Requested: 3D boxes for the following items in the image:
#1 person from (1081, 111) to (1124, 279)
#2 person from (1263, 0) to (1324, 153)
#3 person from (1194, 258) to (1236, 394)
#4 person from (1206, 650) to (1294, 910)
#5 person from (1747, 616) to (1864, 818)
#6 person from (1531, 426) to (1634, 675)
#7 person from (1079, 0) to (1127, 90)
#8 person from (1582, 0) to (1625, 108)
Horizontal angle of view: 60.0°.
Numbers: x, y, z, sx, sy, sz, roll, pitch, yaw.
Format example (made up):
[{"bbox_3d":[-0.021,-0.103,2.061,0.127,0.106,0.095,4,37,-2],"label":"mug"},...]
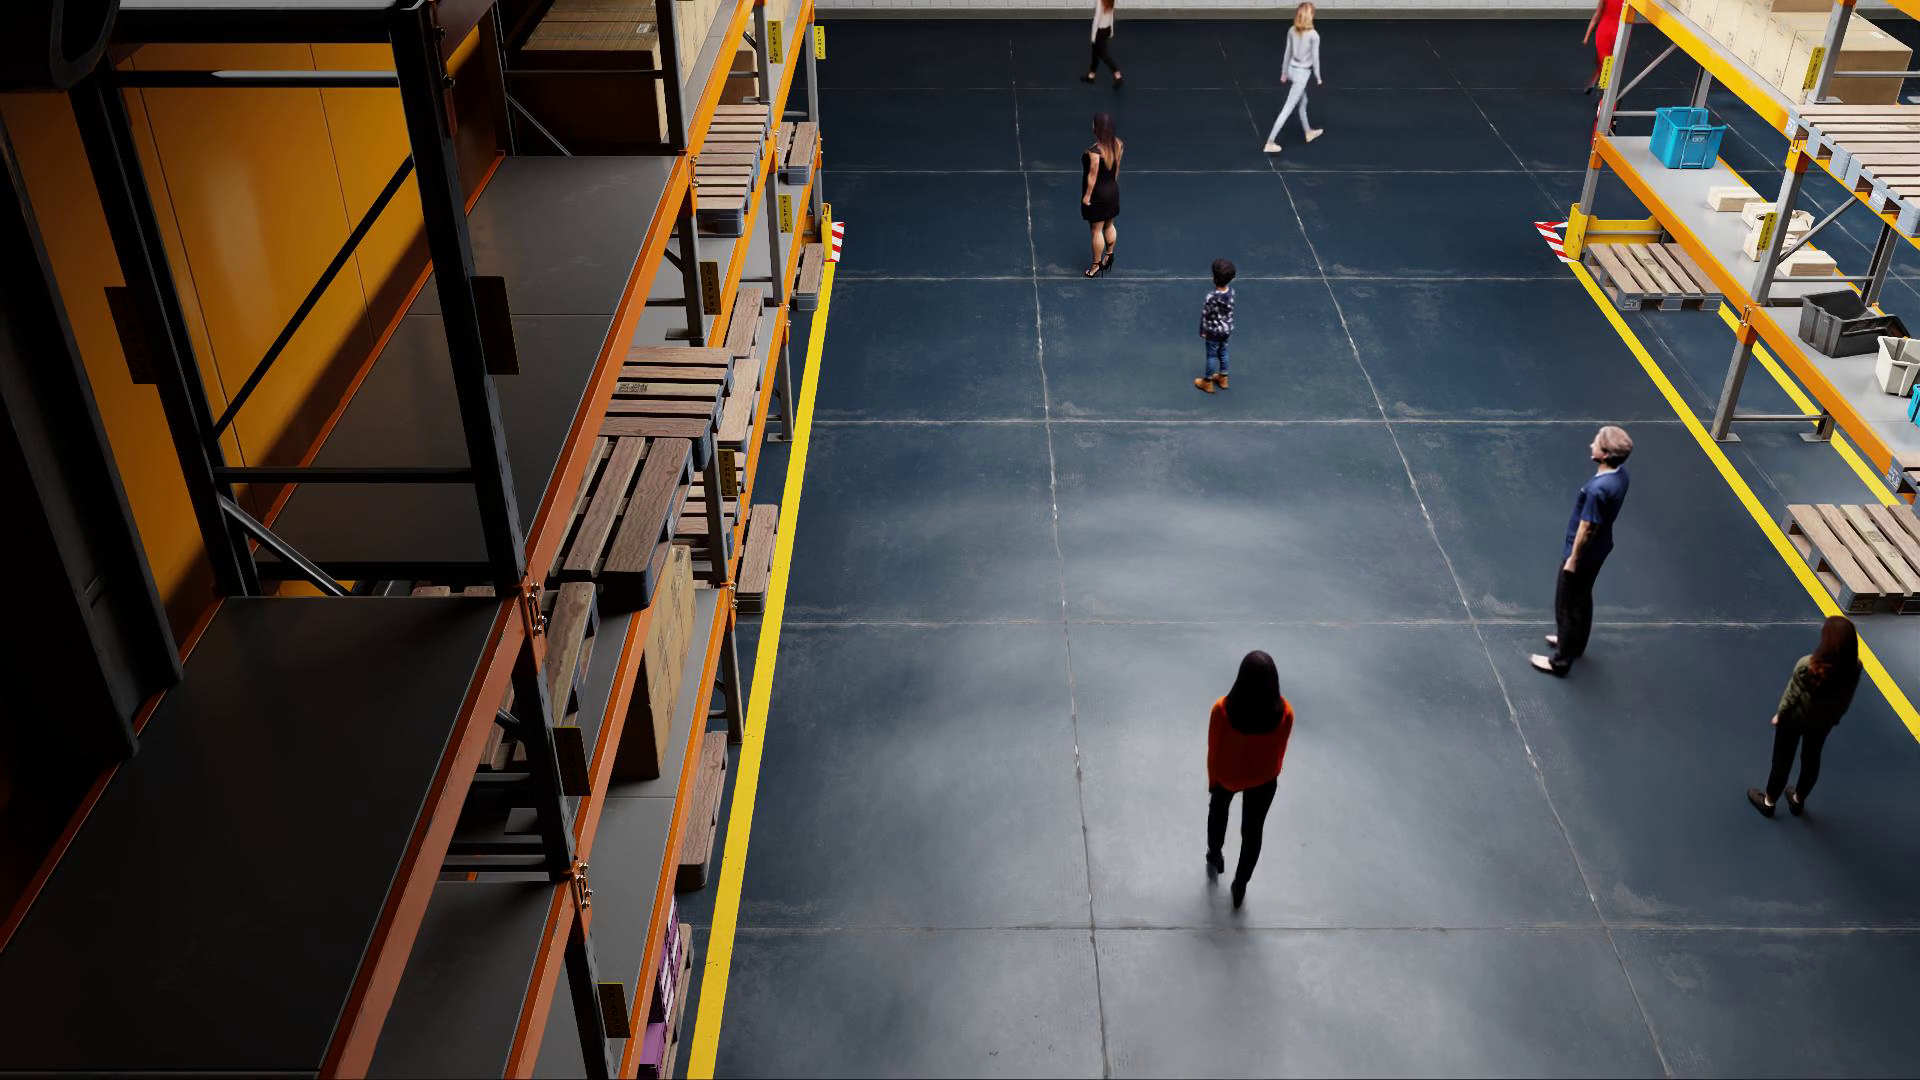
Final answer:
[{"bbox_3d":[1.442,-3.494,16.839,0.819,1.718,0.745,25,41,33],"label":"person"},{"bbox_3d":[3.951,-5.429,19.729,1.108,1.742,1.194,-20,39,-27],"label":"person"},{"bbox_3d":[2.314,-1.925,14.904,0.560,1.248,0.586,-17,37,-24],"label":"person"},{"bbox_3d":[1.627,1.407,9.451,0.655,1.734,0.729,4,34,6],"label":"person"},{"bbox_3d":[5.197,1.082,10.171,0.581,1.477,0.514,-2,34,-2],"label":"person"},{"bbox_3d":[4.283,0.068,11.345,0.794,1.867,0.685,21,39,29],"label":"person"},{"bbox_3d":[1.922,-6.643,21.808,0.960,1.461,0.975,22,39,29],"label":"person"},{"bbox_3d":[8.267,-6.327,21.099,0.747,1.720,0.947,-9,35,-13],"label":"person"}]
